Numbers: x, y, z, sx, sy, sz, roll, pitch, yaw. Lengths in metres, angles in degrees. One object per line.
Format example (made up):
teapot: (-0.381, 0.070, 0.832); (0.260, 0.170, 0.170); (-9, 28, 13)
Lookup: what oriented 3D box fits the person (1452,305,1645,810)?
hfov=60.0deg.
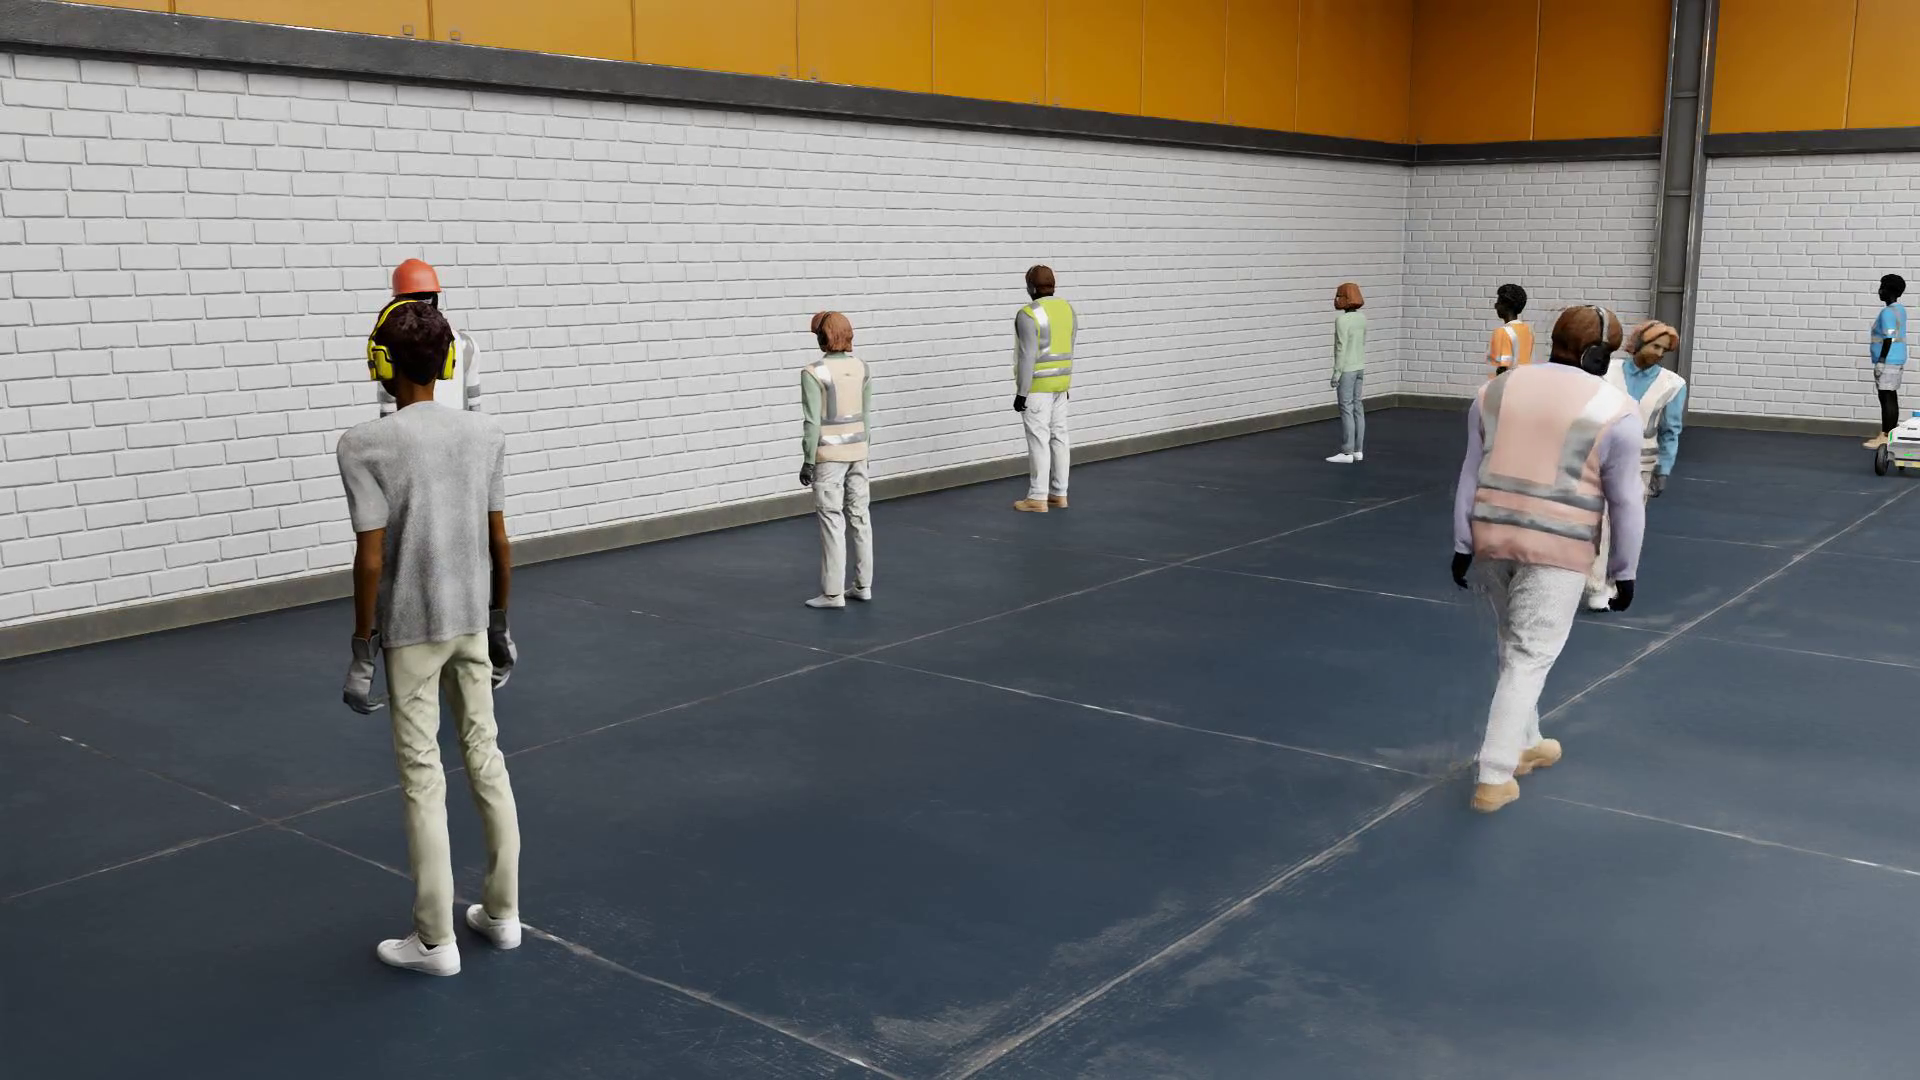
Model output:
person: (2.149, 0.055, 6.032); (0.841, 1.791, 0.628); (-8, 13, -39)

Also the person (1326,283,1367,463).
person: (3.540, -1.521, 15.185); (0.279, 1.632, 0.502); (9, 13, 40)

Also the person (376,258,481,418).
person: (-2.554, -0.373, 7.993); (0.376, 1.934, 0.548); (9, 13, 40)

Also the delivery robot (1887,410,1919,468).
delivery robot: (8.246, -0.875, 14.335); (0.477, 0.478, 0.707); (8, 13, 38)

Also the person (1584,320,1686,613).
person: (3.583, -0.387, 9.001); (0.574, 1.587, 0.741); (4, 11, 20)

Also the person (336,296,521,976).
person: (-1.467, 0.272, 4.600); (0.327, 1.871, 0.514); (9, 13, 40)

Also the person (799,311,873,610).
person: (-0.677, -0.434, 9.150); (0.315, 1.638, 0.515); (9, 13, 40)

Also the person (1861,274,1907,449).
person: (8.985, -1.721, 16.117); (0.321, 1.695, 0.537); (9, 13, 40)

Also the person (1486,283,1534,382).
person: (4.145, -1.082, 12.577); (0.321, 1.695, 0.537); (9, 13, 40)

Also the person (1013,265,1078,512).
person: (0.609, -1.129, 12.447); (0.430, 1.840, 0.625); (9, 13, 40)
